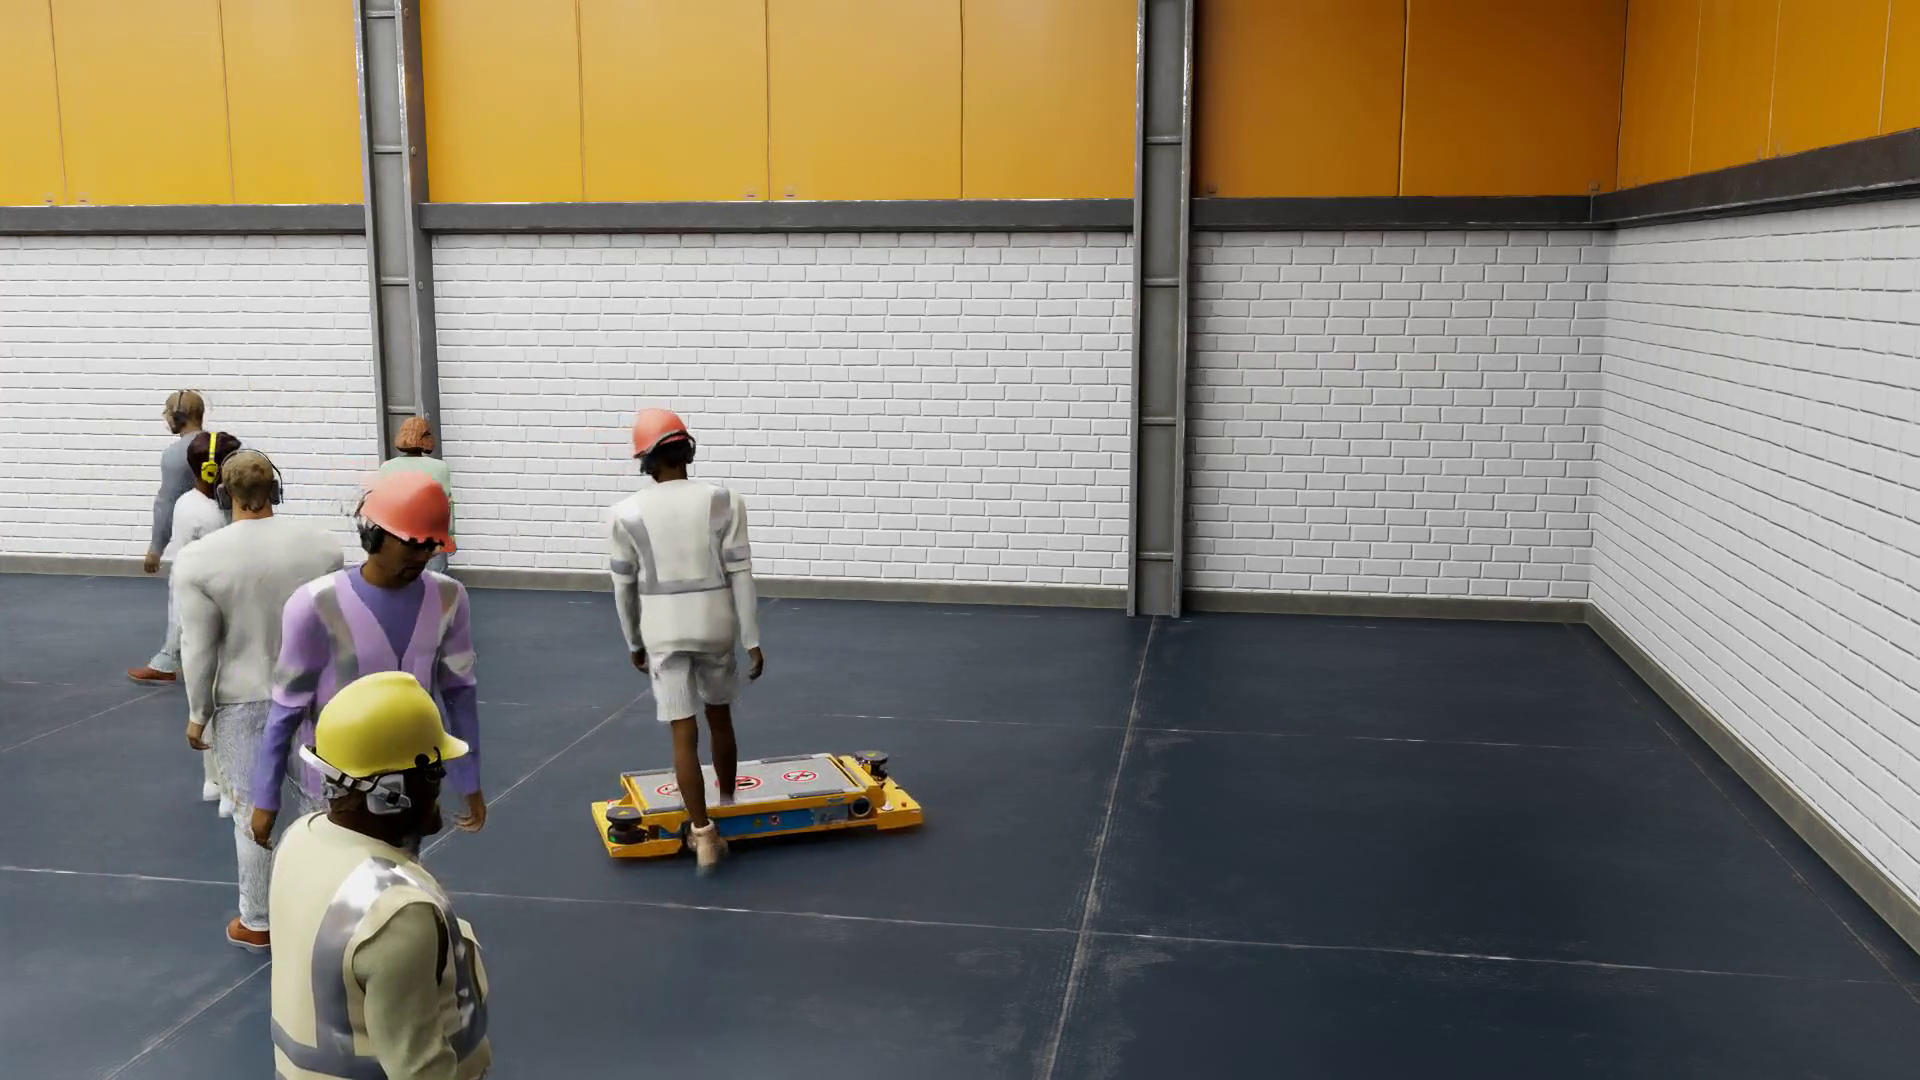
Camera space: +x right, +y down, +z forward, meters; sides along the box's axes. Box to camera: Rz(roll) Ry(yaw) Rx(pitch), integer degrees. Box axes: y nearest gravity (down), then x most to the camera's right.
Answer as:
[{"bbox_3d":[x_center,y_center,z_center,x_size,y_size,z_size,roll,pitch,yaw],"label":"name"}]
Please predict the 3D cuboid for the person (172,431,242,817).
[{"bbox_3d":[-3.544,0.403,7.951,0.386,1.853,0.530,-6,11,-33],"label":"person"}]

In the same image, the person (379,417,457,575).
[{"bbox_3d":[-3.618,-0.008,11.147,0.498,1.634,0.280,1,9,6],"label":"person"}]

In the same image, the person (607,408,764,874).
[{"bbox_3d":[-1.215,0.417,7.399,0.659,1.998,0.862,-2,9,-11],"label":"person"}]

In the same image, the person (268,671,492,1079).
[{"bbox_3d":[-1.153,1.161,3.368,0.403,1.827,0.596,-7,12,-39],"label":"person"}]

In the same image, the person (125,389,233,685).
[{"bbox_3d":[-4.689,0.013,10.280,1.029,1.891,0.627,0,9,-3],"label":"person"}]

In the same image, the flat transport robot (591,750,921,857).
[{"bbox_3d":[-0.960,1.218,7.781,1.431,0.197,0.652,-3,10,-19],"label":"flat transport robot"}]

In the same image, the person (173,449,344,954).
[{"bbox_3d":[-2.655,0.616,6.383,0.627,1.934,0.370,-8,12,-41],"label":"person"}]

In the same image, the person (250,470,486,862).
[{"bbox_3d":[-1.789,0.779,5.215,0.893,1.982,0.696,8,12,40],"label":"person"}]
